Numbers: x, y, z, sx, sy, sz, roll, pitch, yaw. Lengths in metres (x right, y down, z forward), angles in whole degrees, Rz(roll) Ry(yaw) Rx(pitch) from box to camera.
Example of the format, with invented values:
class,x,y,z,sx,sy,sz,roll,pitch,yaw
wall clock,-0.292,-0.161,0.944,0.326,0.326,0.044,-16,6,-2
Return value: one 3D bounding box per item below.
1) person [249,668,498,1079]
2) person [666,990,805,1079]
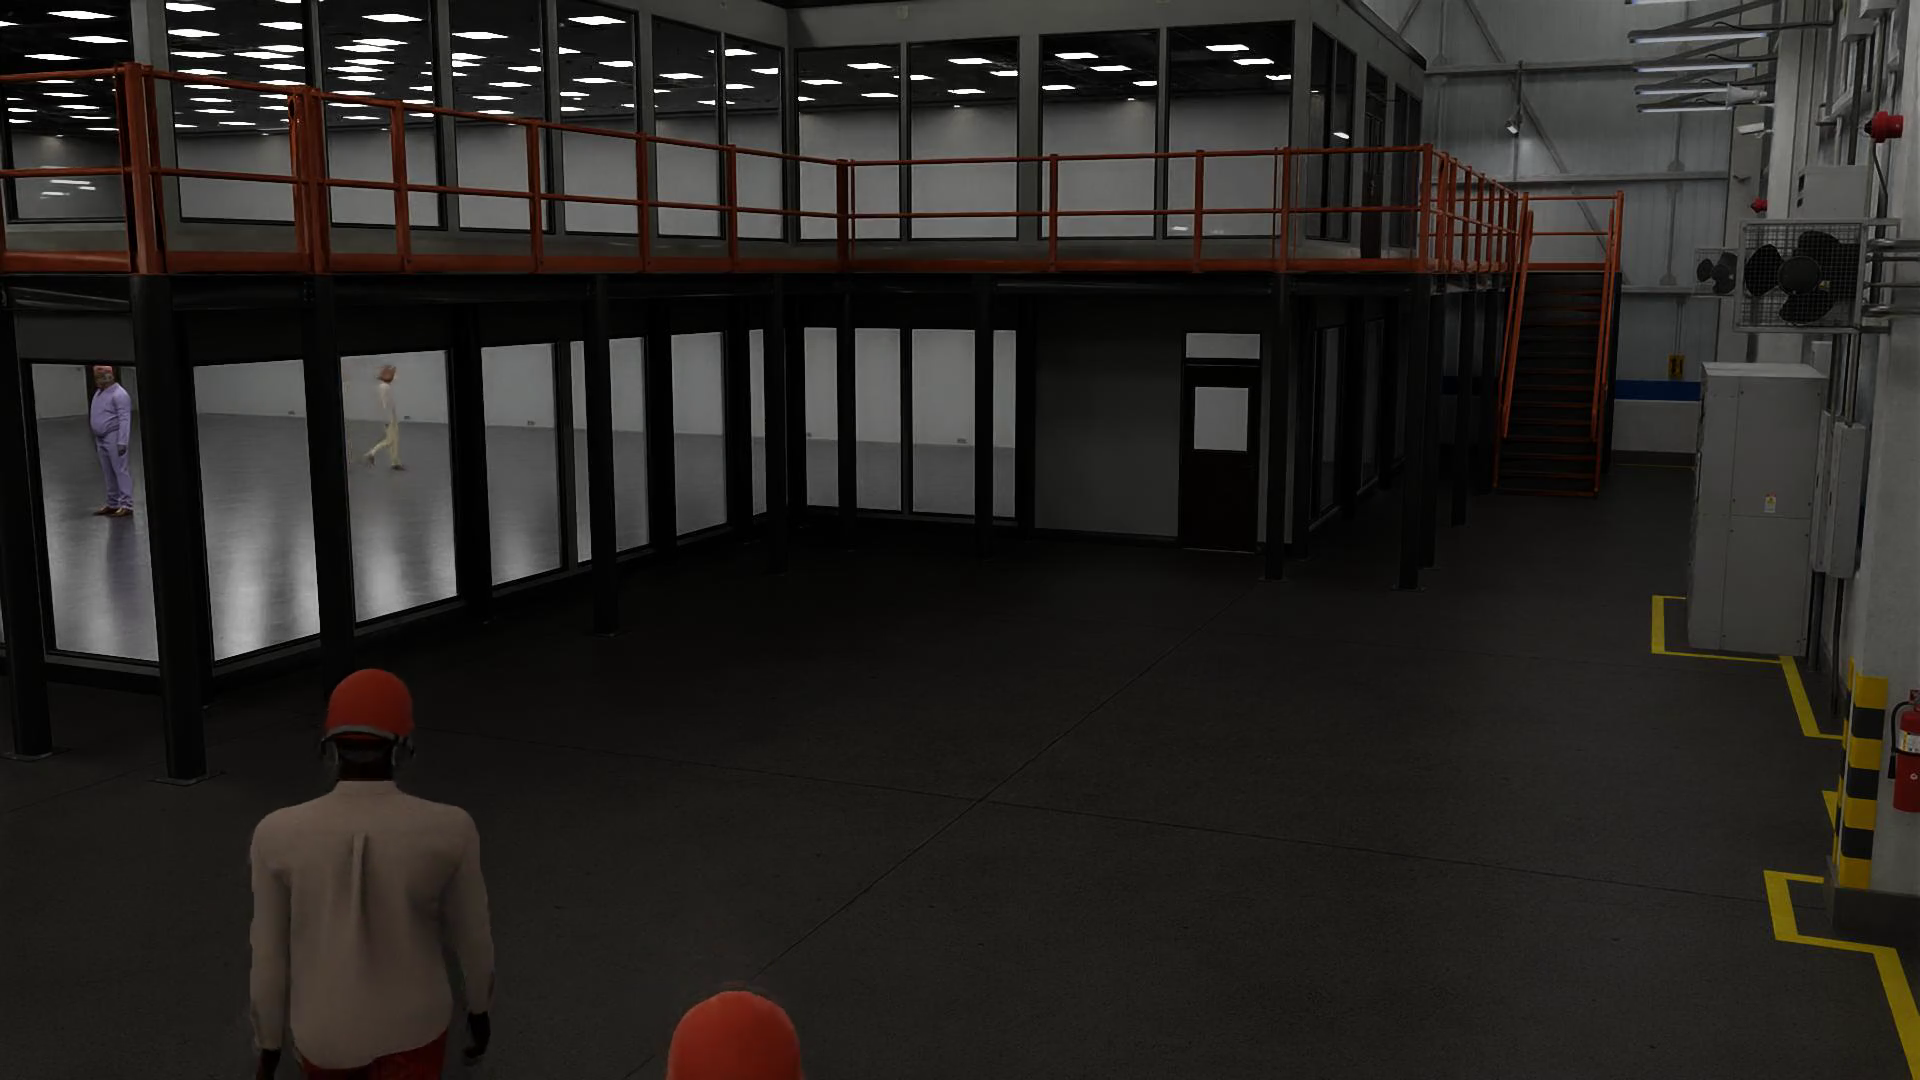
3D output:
class,x,y,z,sx,sy,sz,roll,pitch,yaw
person,-1.649,1.319,4.760,0.645,1.957,0.880,-2,9,-13
person,-0.342,1.665,2.758,0.546,1.913,0.657,-2,9,-13
